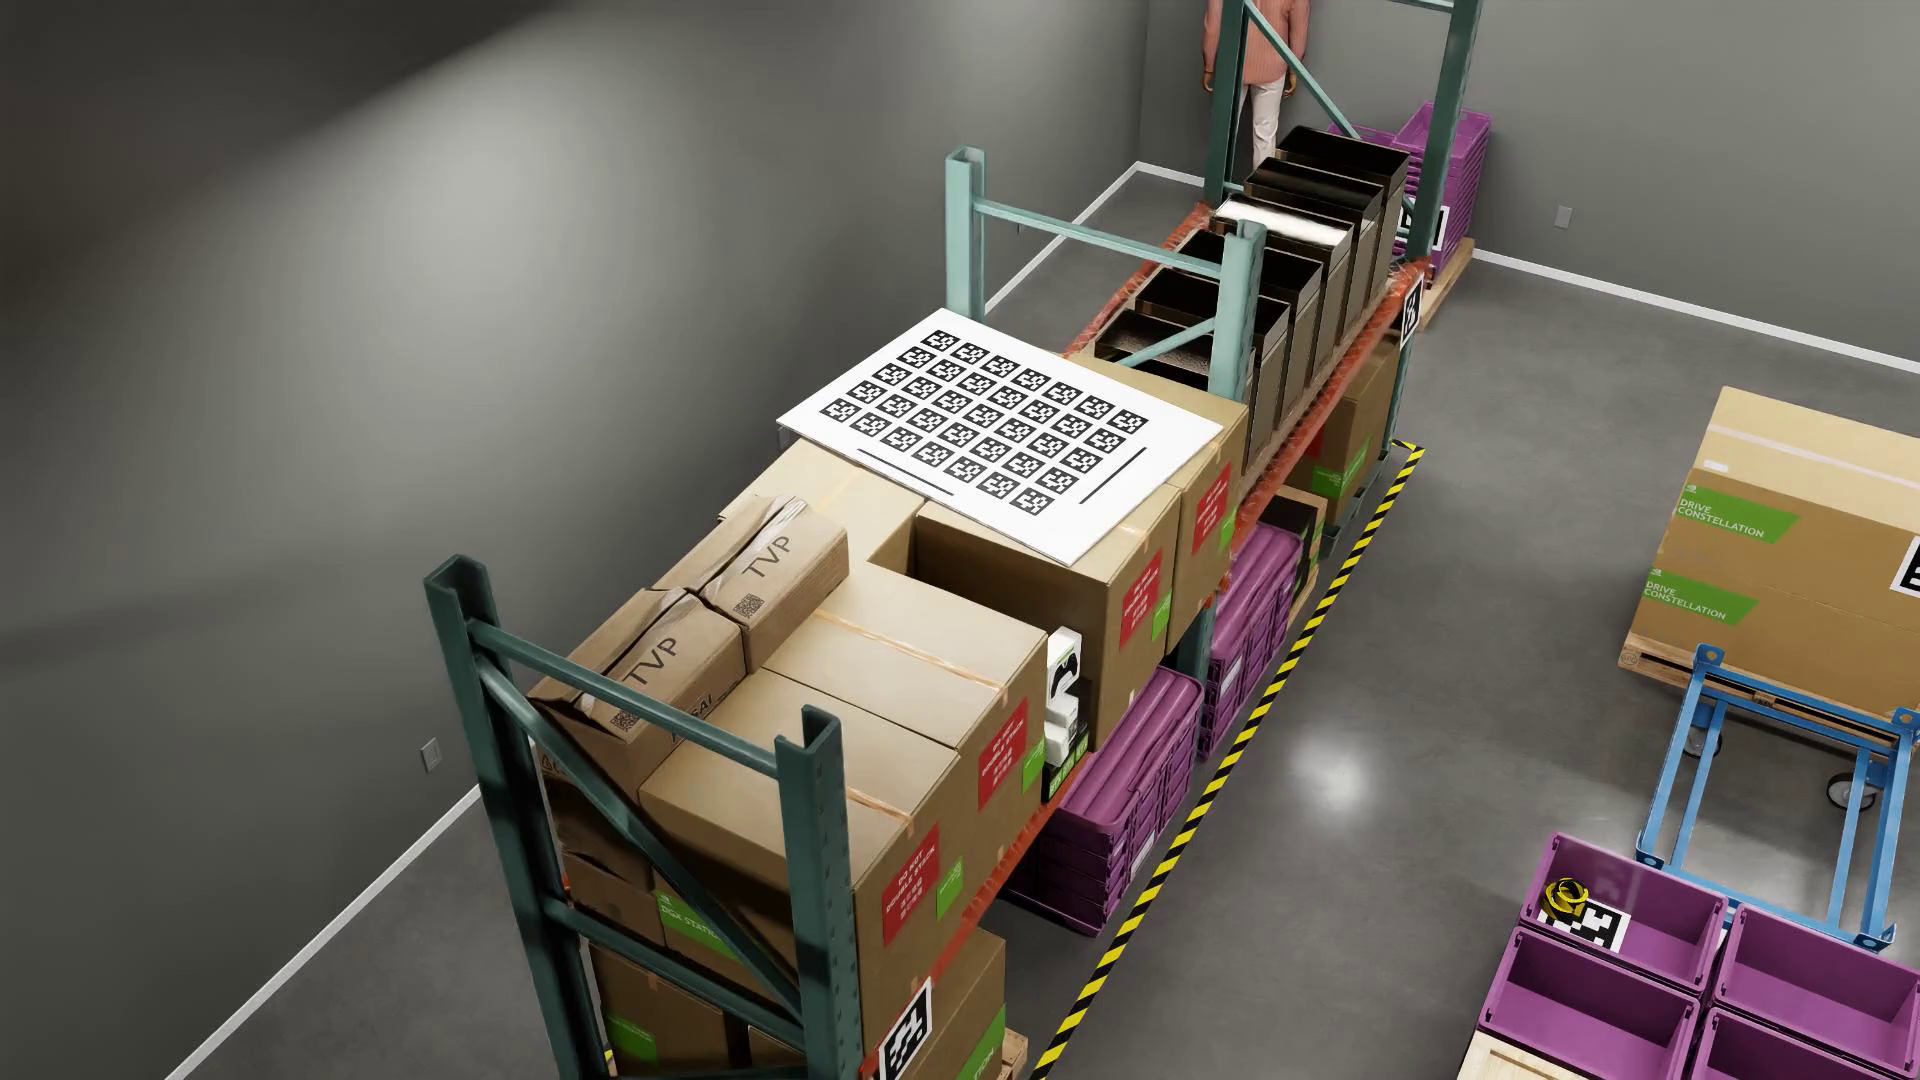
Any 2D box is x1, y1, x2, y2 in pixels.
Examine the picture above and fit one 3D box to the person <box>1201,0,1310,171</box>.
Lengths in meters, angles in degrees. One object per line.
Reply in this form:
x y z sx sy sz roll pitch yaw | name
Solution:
1.738 -2.828 9.923 0.611 1.995 0.375 4 40 4 | person
